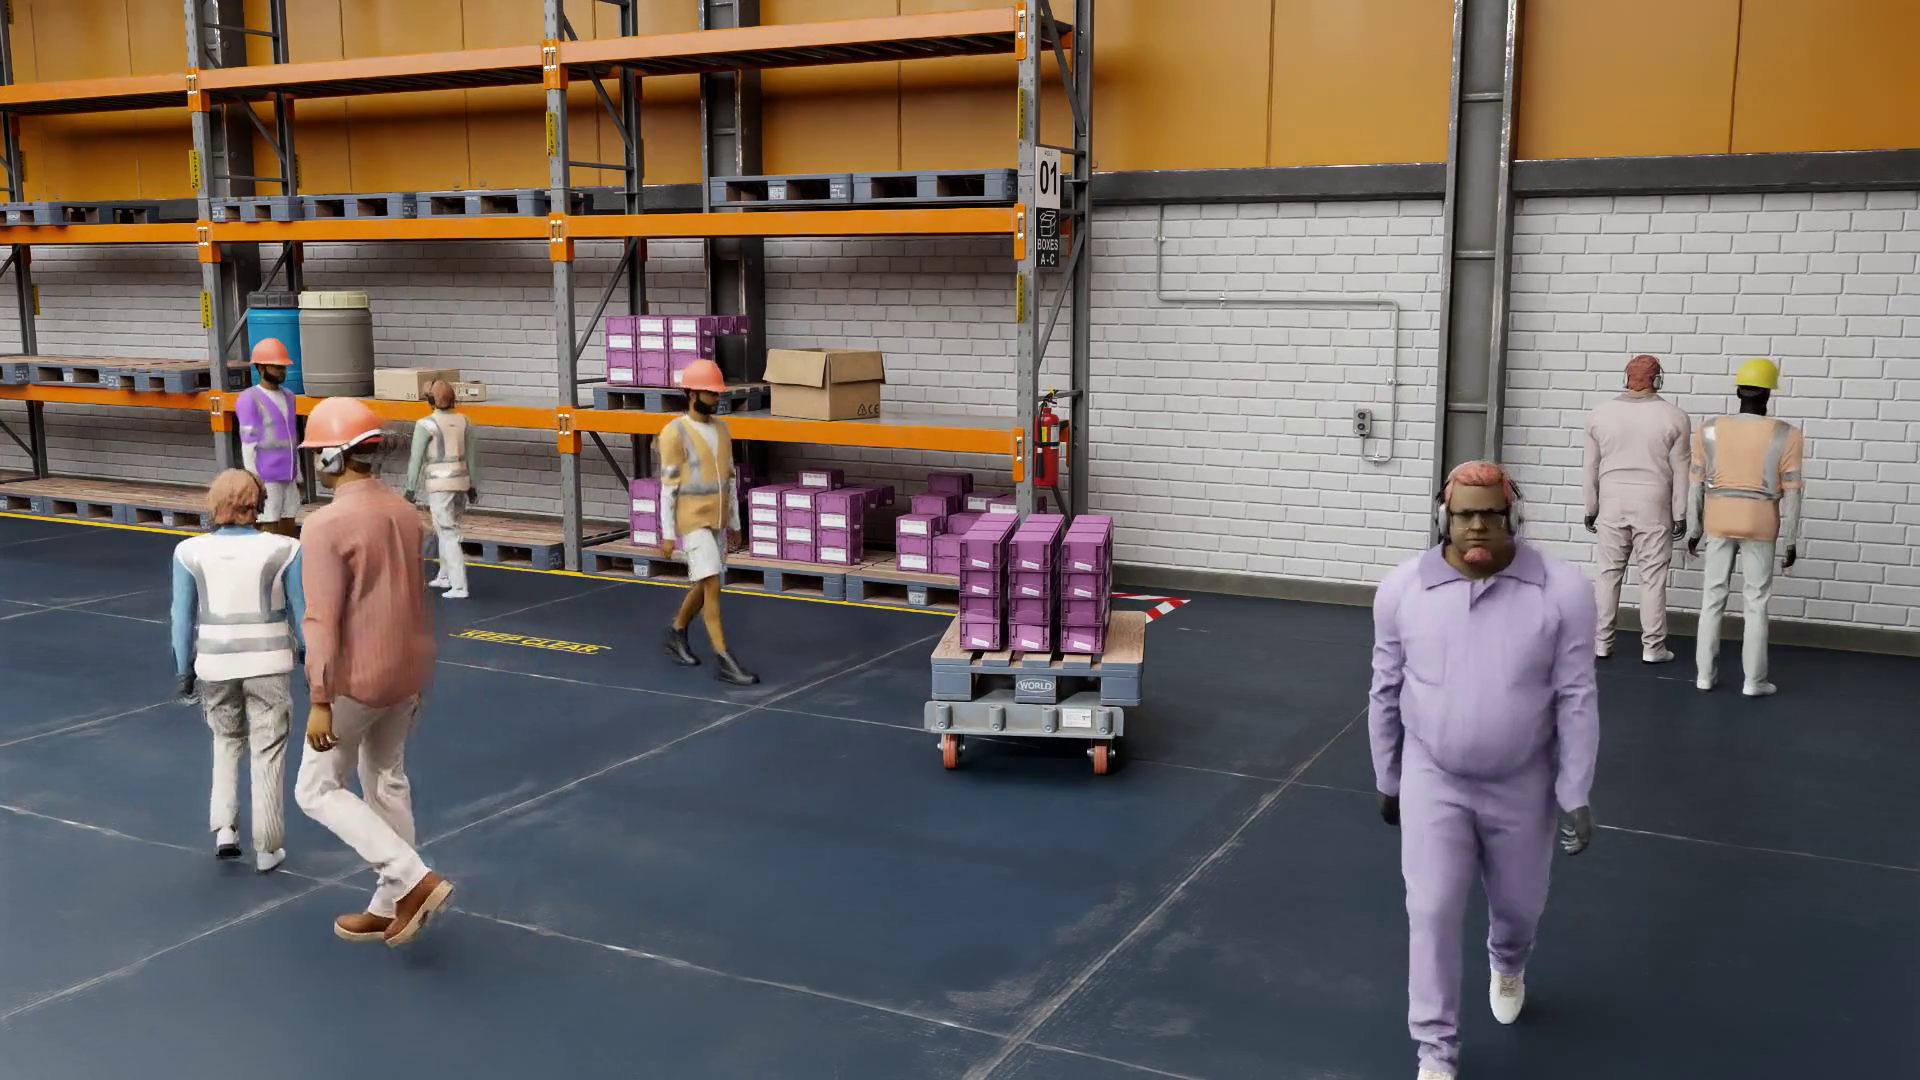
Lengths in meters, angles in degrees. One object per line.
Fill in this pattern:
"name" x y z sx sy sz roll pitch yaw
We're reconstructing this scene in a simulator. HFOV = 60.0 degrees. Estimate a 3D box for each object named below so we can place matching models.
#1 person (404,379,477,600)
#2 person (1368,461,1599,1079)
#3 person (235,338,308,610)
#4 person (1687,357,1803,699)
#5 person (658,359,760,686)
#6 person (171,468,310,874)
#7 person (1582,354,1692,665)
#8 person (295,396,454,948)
"person" -3.868 -0.372 12.260 0.681 1.616 0.519 5 10 27
"person" 1.544 0.682 4.962 0.653 1.879 0.876 3 10 19
"person" -4.869 -0.470 11.867 0.367 1.936 0.547 2 9 13
"person" 4.436 -0.068 9.423 0.593 1.924 0.379 7 12 37
"person" -1.531 -0.124 9.849 0.886 1.906 0.556 6 11 32
"person" -2.852 0.529 6.673 0.529 1.628 0.374 -1 9 -6
"person" 4.166 -0.187 10.238 0.638 1.903 0.408 6 11 35
"person" -2.066 0.487 5.830 0.508 1.975 0.647 2 10 14
